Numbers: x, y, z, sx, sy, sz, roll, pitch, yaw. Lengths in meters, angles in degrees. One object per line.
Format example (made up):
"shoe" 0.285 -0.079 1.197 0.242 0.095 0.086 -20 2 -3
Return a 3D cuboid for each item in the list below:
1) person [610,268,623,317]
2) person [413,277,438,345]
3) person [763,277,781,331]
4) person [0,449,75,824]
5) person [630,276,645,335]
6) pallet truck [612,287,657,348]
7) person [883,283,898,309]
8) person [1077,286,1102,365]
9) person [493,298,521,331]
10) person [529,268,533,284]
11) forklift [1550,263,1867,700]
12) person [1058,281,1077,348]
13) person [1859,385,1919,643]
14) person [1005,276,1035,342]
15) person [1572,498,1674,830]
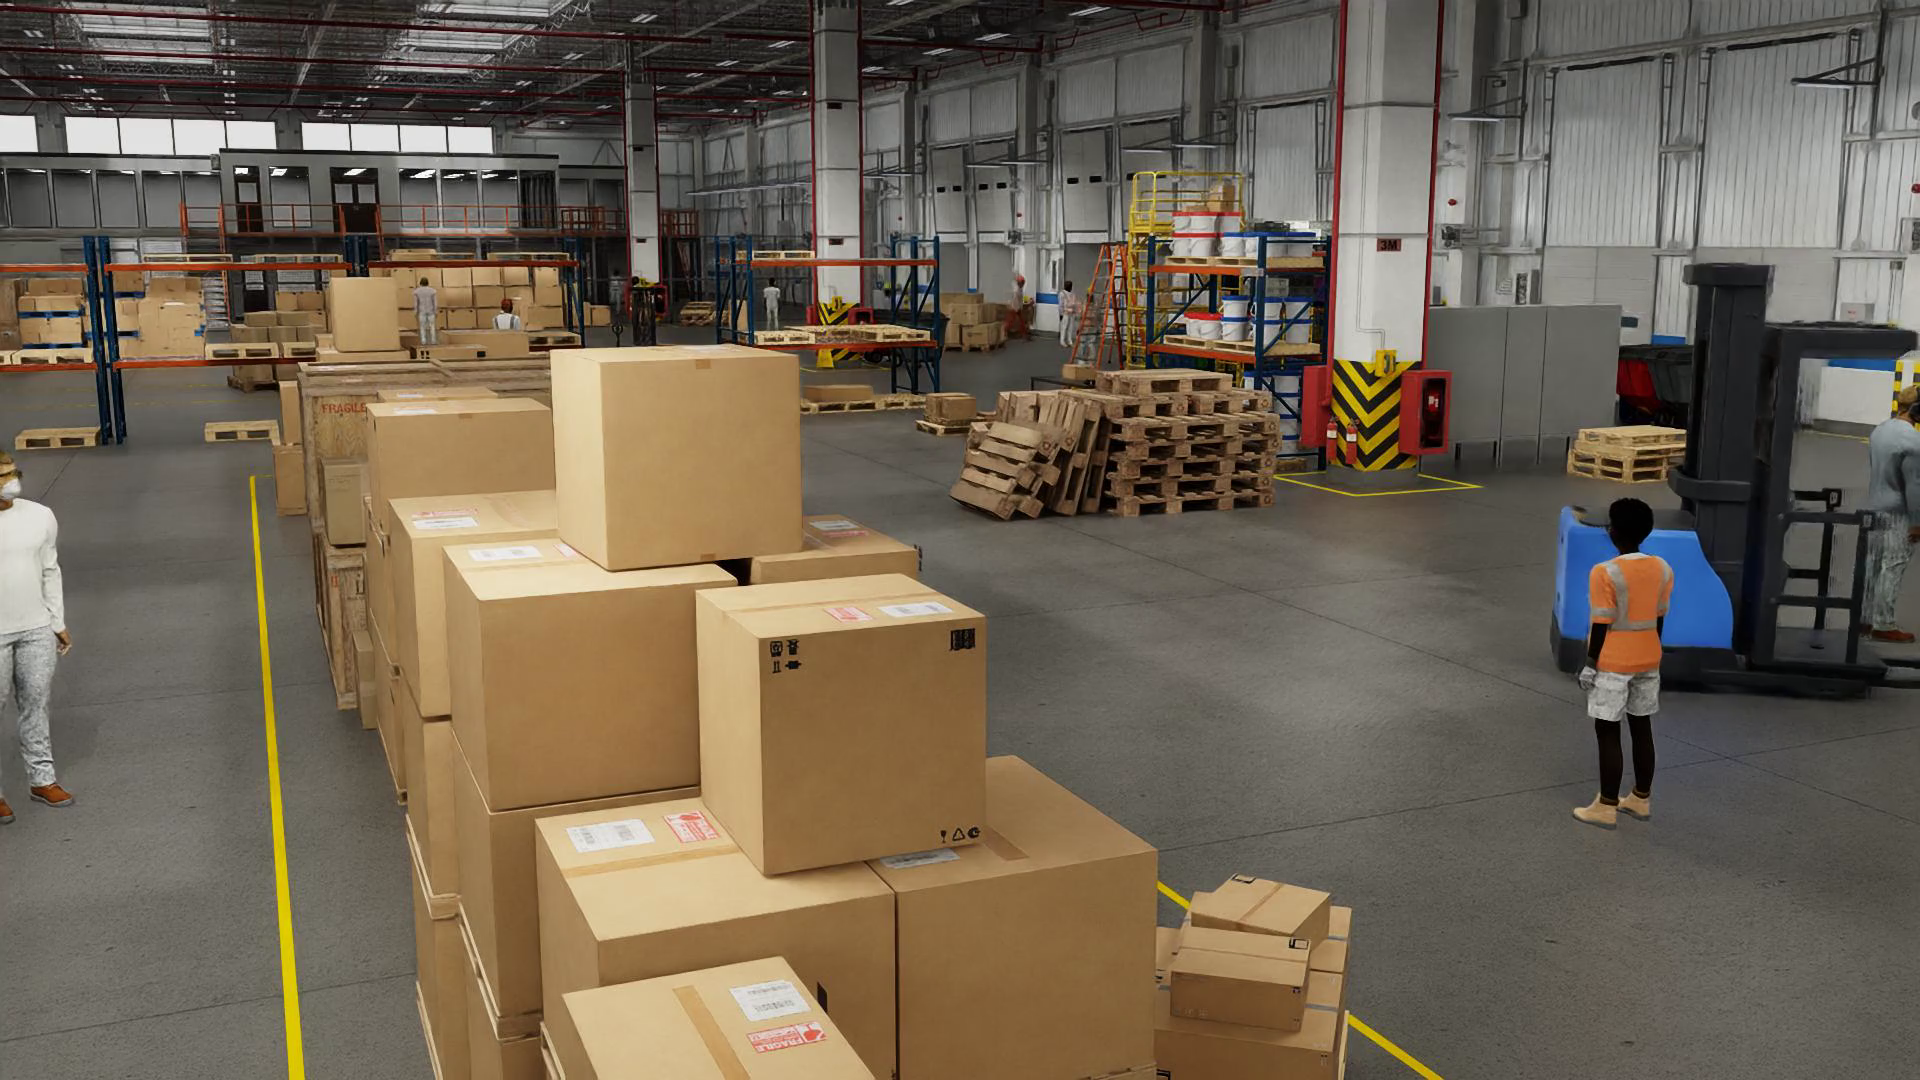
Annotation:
"person" -13.184 -9.478 63.694 0.603 1.871 0.413 4 11 20
"person" -14.701 -6.260 45.781 0.627 1.941 0.372 -4 11 -19
"person" -5.514 -6.769 48.810 0.502 1.861 0.320 0 10 2
"person" -4.936 0.482 8.620 0.358 1.938 0.636 7 12 33
"person" -10.065 -7.309 51.871 0.431 1.836 0.620 2 10 9
"pallet truck" -6.464 -4.406 35.401 0.823 1.965 1.885 6 12 32
"person" -1.766 -5.557 42.085 0.980 1.873 0.599 6 12 32
"person" 3.008 -4.965 38.719 0.607 1.913 0.638 -1 10 -6
"person" -8.430 -3.570 31.117 0.574 1.883 0.356 2 11 13
"person" -15.547 -9.051 61.298 0.798 1.910 0.547 -10 14 -44
"forklift" 5.089 -0.465 11.248 1.873 2.768 1.129 3 11 16
"person" 2.971 -6.188 45.652 0.633 1.842 0.429 -9 14 -41
"person" 6.967 -0.190 12.377 0.385 1.929 0.636 0 10 1
"person" 1.658 -6.721 48.391 1.057 1.922 0.641 6 12 29
"person" 3.378 0.628 8.487 0.540 1.695 0.317 -5 11 -26
